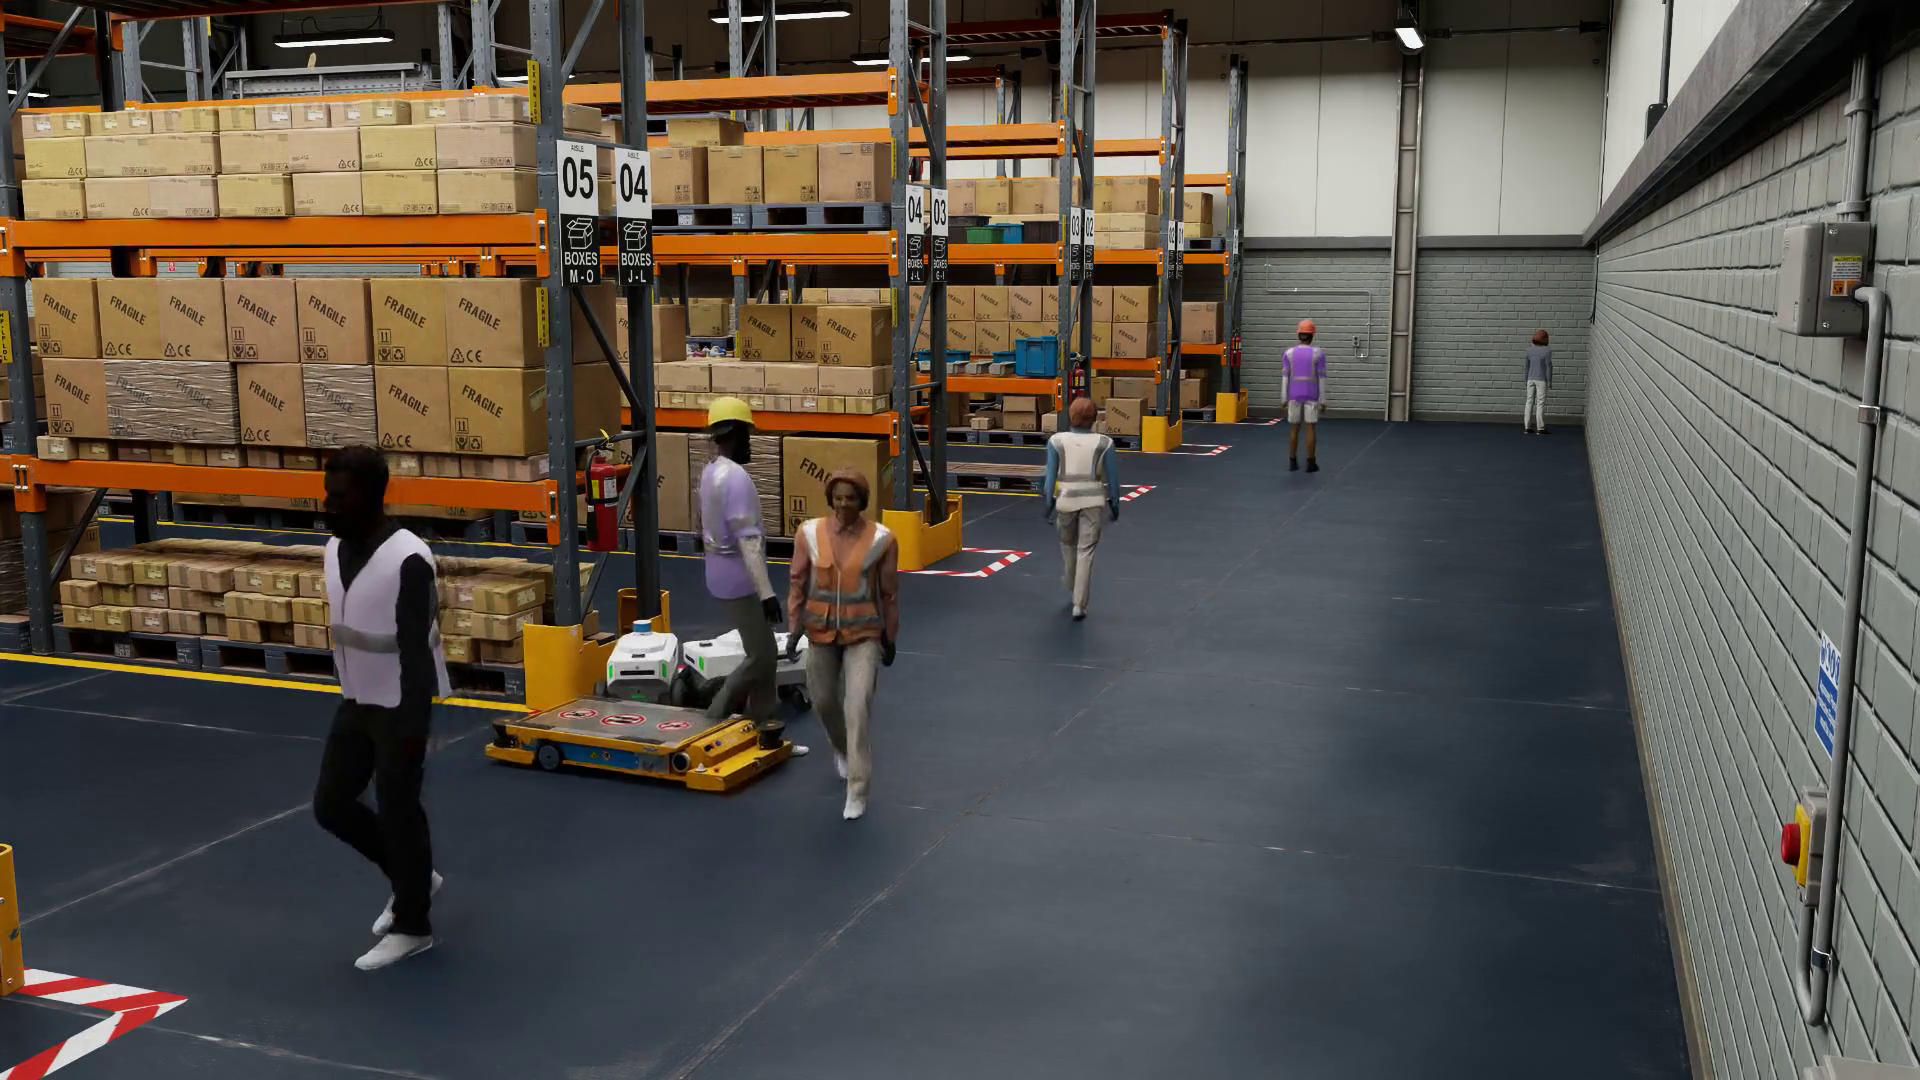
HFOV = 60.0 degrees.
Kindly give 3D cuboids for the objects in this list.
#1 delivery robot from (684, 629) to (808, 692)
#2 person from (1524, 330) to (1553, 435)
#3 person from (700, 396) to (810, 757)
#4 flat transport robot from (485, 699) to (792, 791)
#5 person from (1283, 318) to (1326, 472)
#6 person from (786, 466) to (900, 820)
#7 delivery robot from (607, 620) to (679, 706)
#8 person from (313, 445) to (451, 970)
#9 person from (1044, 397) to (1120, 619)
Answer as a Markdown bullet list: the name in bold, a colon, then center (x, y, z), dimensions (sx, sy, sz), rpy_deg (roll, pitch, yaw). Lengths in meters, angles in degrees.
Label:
- **delivery robot**: center (-1.192, 0.673, 9.454), dimensions (0.707, 0.478, 0.477), rpy_deg (-4, 10, -25)
- **person**: center (9.023, -2.461, 25.946), dimensions (0.279, 1.633, 0.498), rpy_deg (-6, 11, -32)
- **person**: center (-1.078, 0.213, 8.498), dimensions (0.545, 1.878, 0.657), rpy_deg (-1, 9, -9)
- **flat transport robot**: center (-1.642, 1.016, 8.485), dimensions (1.431, 0.197, 0.652), rpy_deg (4, 10, 24)
- **person**: center (4.360, -1.829, 21.062), dimensions (0.548, 1.937, 0.367), rpy_deg (4, 10, 22)
- **person**: center (-0.537, 0.442, 7.888), dimensions (0.522, 1.613, 0.711), rpy_deg (1, 9, 9)
- **delivery robot**: center (-1.775, 0.692, 9.335), dimensions (0.477, 0.478, 0.707), rpy_deg (-1, 9, -5)
- **person**: center (-2.085, 0.604, 5.991), dimensions (0.590, 1.904, 0.447), rpy_deg (7, 11, 36)
- **person**: center (0.908, -0.251, 12.256), dimensions (0.545, 1.585, 0.868), rpy_deg (2, 9, 11)
